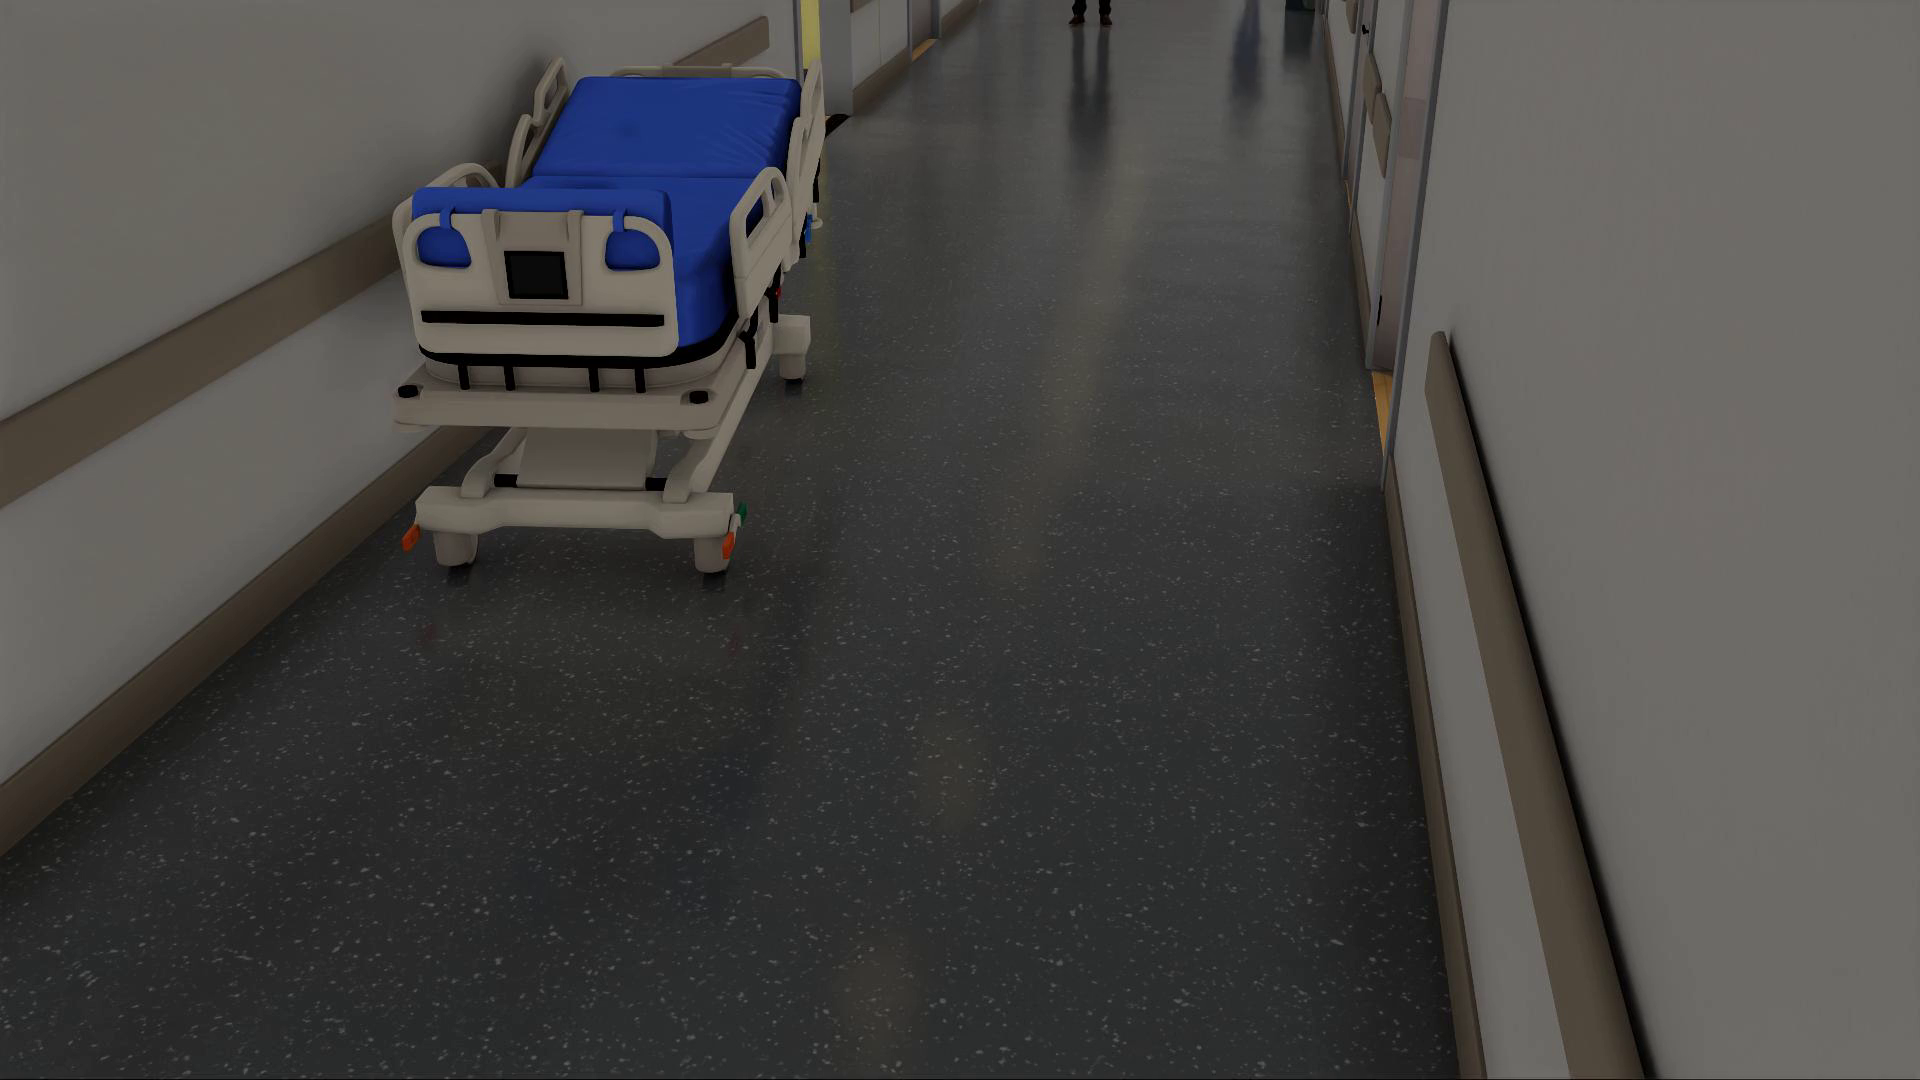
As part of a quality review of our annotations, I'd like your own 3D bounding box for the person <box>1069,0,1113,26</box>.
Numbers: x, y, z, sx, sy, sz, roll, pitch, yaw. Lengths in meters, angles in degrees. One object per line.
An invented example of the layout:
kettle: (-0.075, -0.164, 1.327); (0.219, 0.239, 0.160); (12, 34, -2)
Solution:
person: (1.282, -5.798, 15.583); (0.528, 1.861, 0.700); (3, 26, 6)
